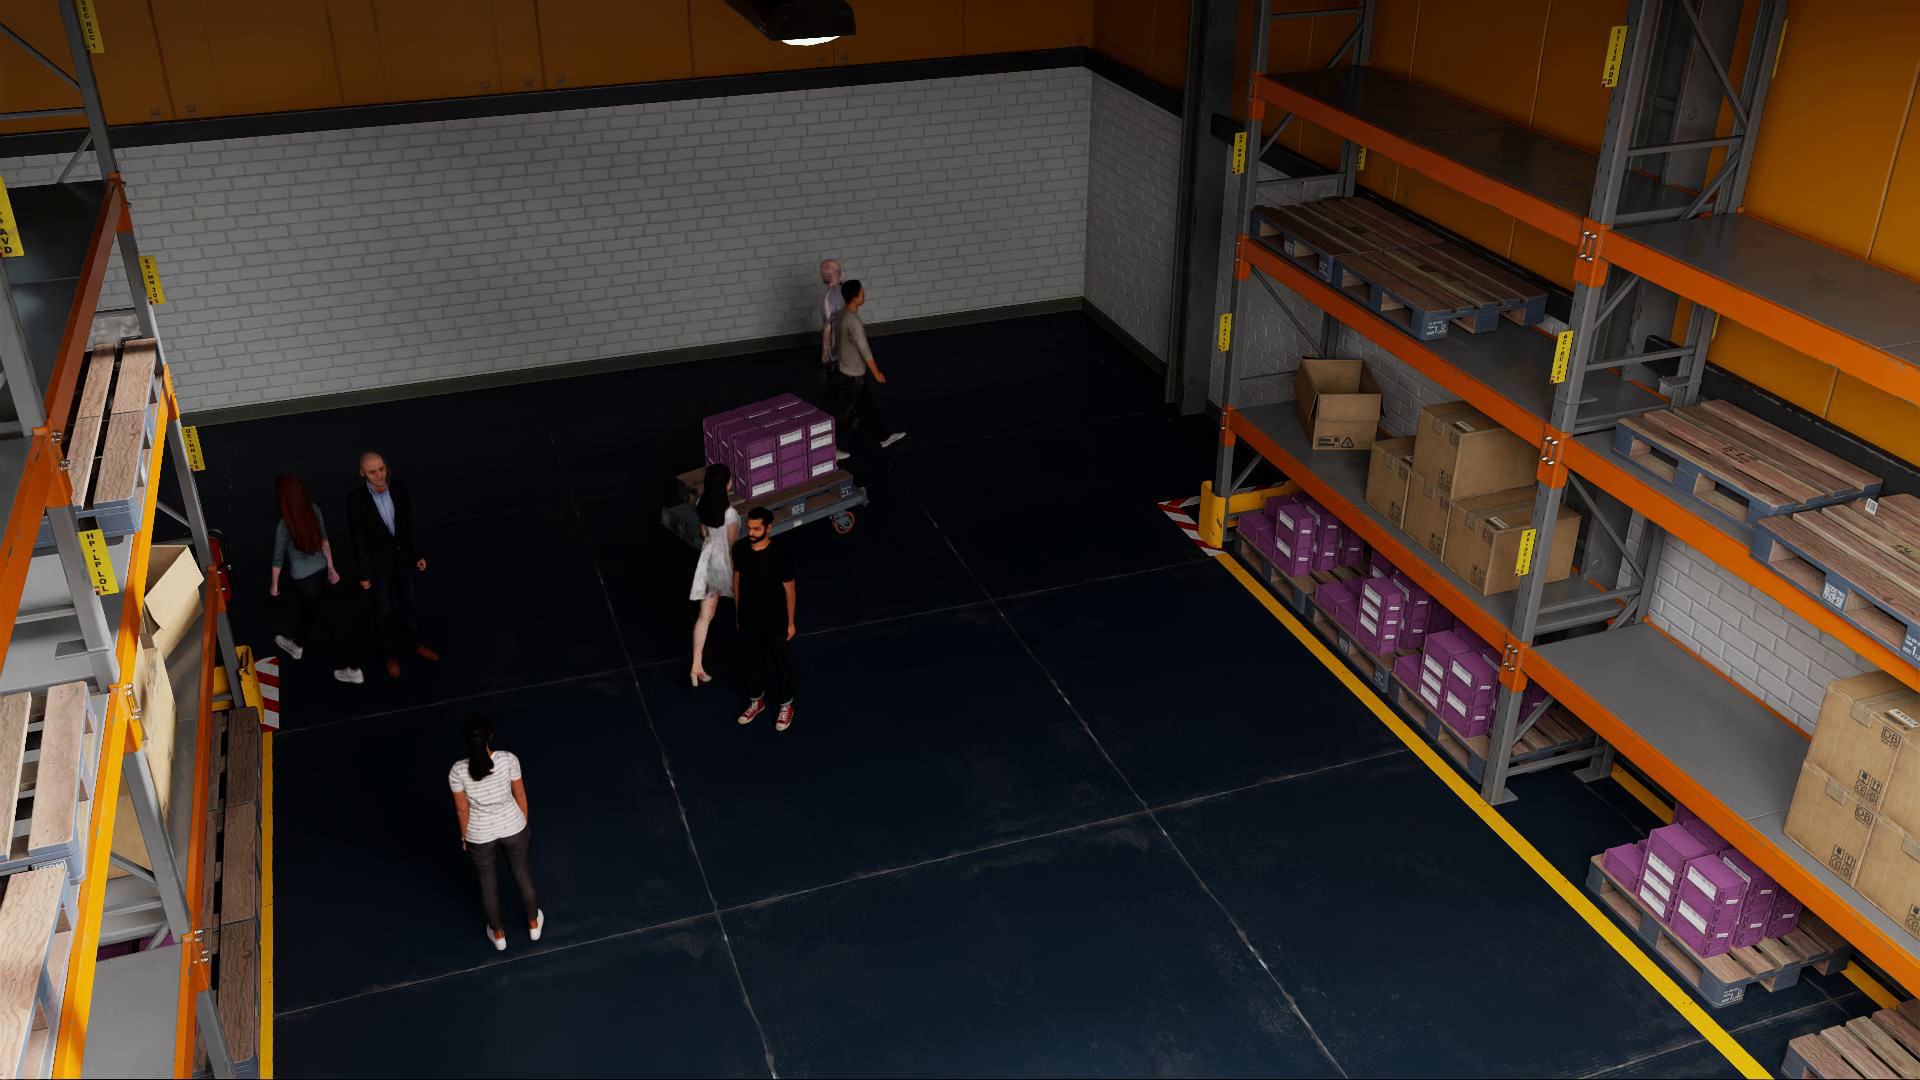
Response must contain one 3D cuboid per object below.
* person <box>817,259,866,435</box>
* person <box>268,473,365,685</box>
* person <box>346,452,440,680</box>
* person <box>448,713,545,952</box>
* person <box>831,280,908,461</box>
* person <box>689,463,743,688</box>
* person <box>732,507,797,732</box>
[{"bbox_3d":[-1.104,-1.844,16.238,0.979,1.814,0.921,15,32,26],"label":"person"},{"bbox_3d":[-4.752,0.336,12.357,1.079,1.704,1.072,10,30,18],"label":"person"},{"bbox_3d":[-4.322,0.153,12.591,0.743,1.800,0.769,25,37,38],"label":"person"},{"bbox_3d":[-2.757,1.723,9.875,0.561,1.646,0.513,-10,30,-18],"label":"person"},{"bbox_3d":[-1.126,-1.562,15.770,0.792,1.766,1.060,-7,29,-12],"label":"person"},{"bbox_3d":[-1.833,0.290,12.426,1.166,1.718,1.106,19,34,31],"label":"person"},{"bbox_3d":[-1.396,0.543,11.921,0.712,1.758,0.747,9,30,15],"label":"person"}]
